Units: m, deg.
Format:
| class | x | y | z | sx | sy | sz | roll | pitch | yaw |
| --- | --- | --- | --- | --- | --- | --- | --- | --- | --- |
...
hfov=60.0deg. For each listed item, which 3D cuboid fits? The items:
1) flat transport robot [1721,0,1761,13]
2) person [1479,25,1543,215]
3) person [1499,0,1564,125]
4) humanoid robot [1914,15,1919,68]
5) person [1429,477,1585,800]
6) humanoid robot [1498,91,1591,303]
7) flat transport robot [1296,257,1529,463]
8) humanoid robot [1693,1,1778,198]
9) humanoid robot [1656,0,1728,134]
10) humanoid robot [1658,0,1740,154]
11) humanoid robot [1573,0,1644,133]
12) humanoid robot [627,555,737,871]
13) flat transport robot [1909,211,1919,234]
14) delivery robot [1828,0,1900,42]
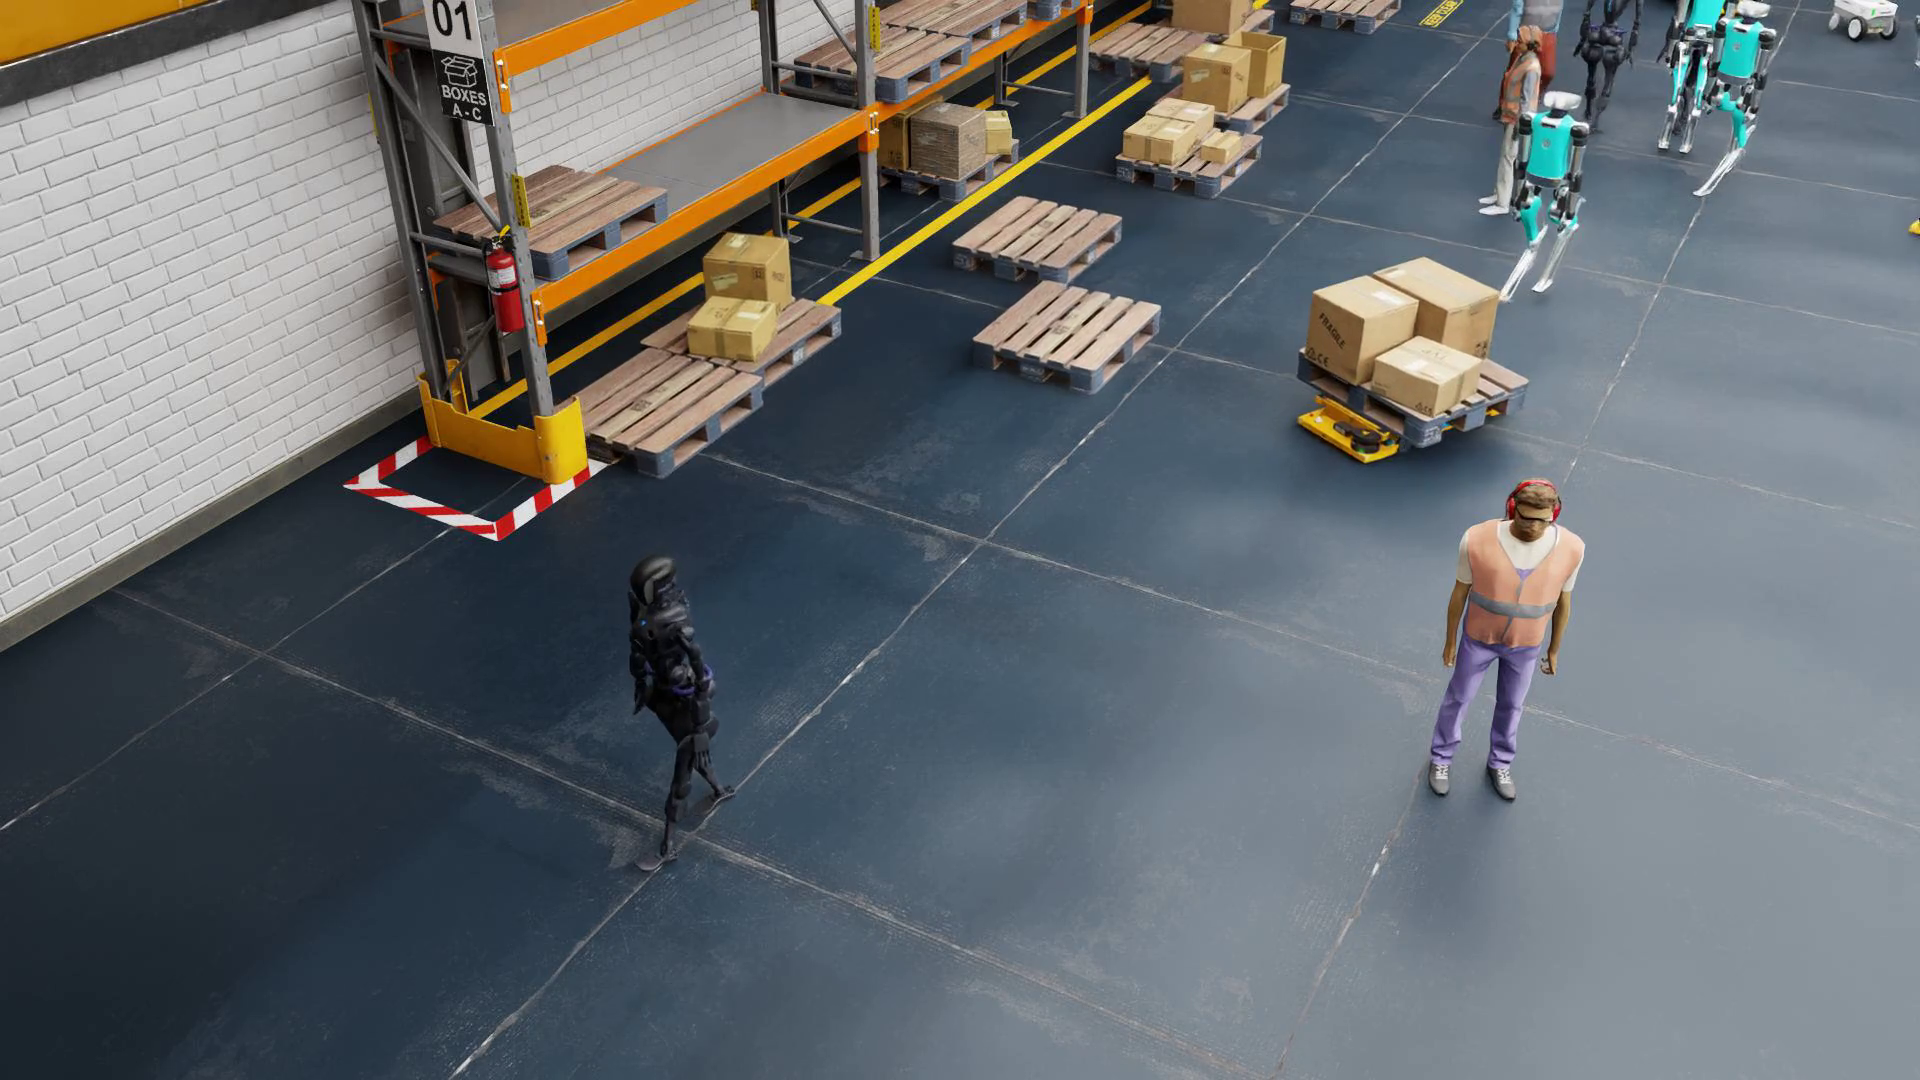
| class | x | y | z | sx | sy | sz | roll | pitch | yaw |
| --- | --- | --- | --- | --- | --- | --- | --- | --- | --- |
| flat transport robot | 9.138 | -6.740 | 20.346 | 0.659 | 0.231 | 1.431 | -5 | 34 | -8 |
| person | 4.802 | -3.639 | 14.416 | 0.343 | 1.638 | 0.531 | 5 | 34 | 8 |
| person | 5.570 | -4.926 | 16.179 | 0.551 | 1.845 | 0.530 | -5 | 34 | -8 |
| humanoid robot | 10.476 | -5.708 | 17.468 | 0.561 | 1.779 | 0.862 | -21 | 39 | -28 |
| person | 2.613 | 0.464 | 8.029 | 0.559 | 1.836 | 0.390 | 4 | 34 | 6 |
| humanoid robot | 4.528 | -2.622 | 12.767 | 0.545 | 1.736 | 0.990 | 26 | 41 | 33 |
| flat transport robot | 3.108 | -0.929 | 11.553 | 1.431 | 0.231 | 0.659 | -20 | 38 | -27 |
| humanoid robot | 7.040 | -3.995 | 14.906 | 1.021 | 1.780 | 0.532 | -26 | 41 | -33 |
| humanoid robot | 7.113 | -4.814 | 16.166 | 0.614 | 1.646 | 0.479 | -1 | 33 | -1 |
| humanoid robot | 6.826 | -4.438 | 15.456 | 0.530 | 1.709 | 0.722 | 13 | 36 | 19 |
| humanoid robot | 6.290 | -4.837 | 16.234 | 0.610 | 1.638 | 0.595 | 24 | 40 | 32 |
| humanoid robot | -1.358 | 0.760 | 7.746 | 0.588 | 1.625 | 0.738 | 28 | 43 | 36 |
| flat transport robot | 8.875 | -2.859 | 14.474 | 0.659 | 0.231 | 1.431 | 29 | 43 | 36 |
| delivery robot | 10.343 | -6.045 | 19.028 | 0.523 | 0.587 | 0.743 | -6 | 34 | -9 |
